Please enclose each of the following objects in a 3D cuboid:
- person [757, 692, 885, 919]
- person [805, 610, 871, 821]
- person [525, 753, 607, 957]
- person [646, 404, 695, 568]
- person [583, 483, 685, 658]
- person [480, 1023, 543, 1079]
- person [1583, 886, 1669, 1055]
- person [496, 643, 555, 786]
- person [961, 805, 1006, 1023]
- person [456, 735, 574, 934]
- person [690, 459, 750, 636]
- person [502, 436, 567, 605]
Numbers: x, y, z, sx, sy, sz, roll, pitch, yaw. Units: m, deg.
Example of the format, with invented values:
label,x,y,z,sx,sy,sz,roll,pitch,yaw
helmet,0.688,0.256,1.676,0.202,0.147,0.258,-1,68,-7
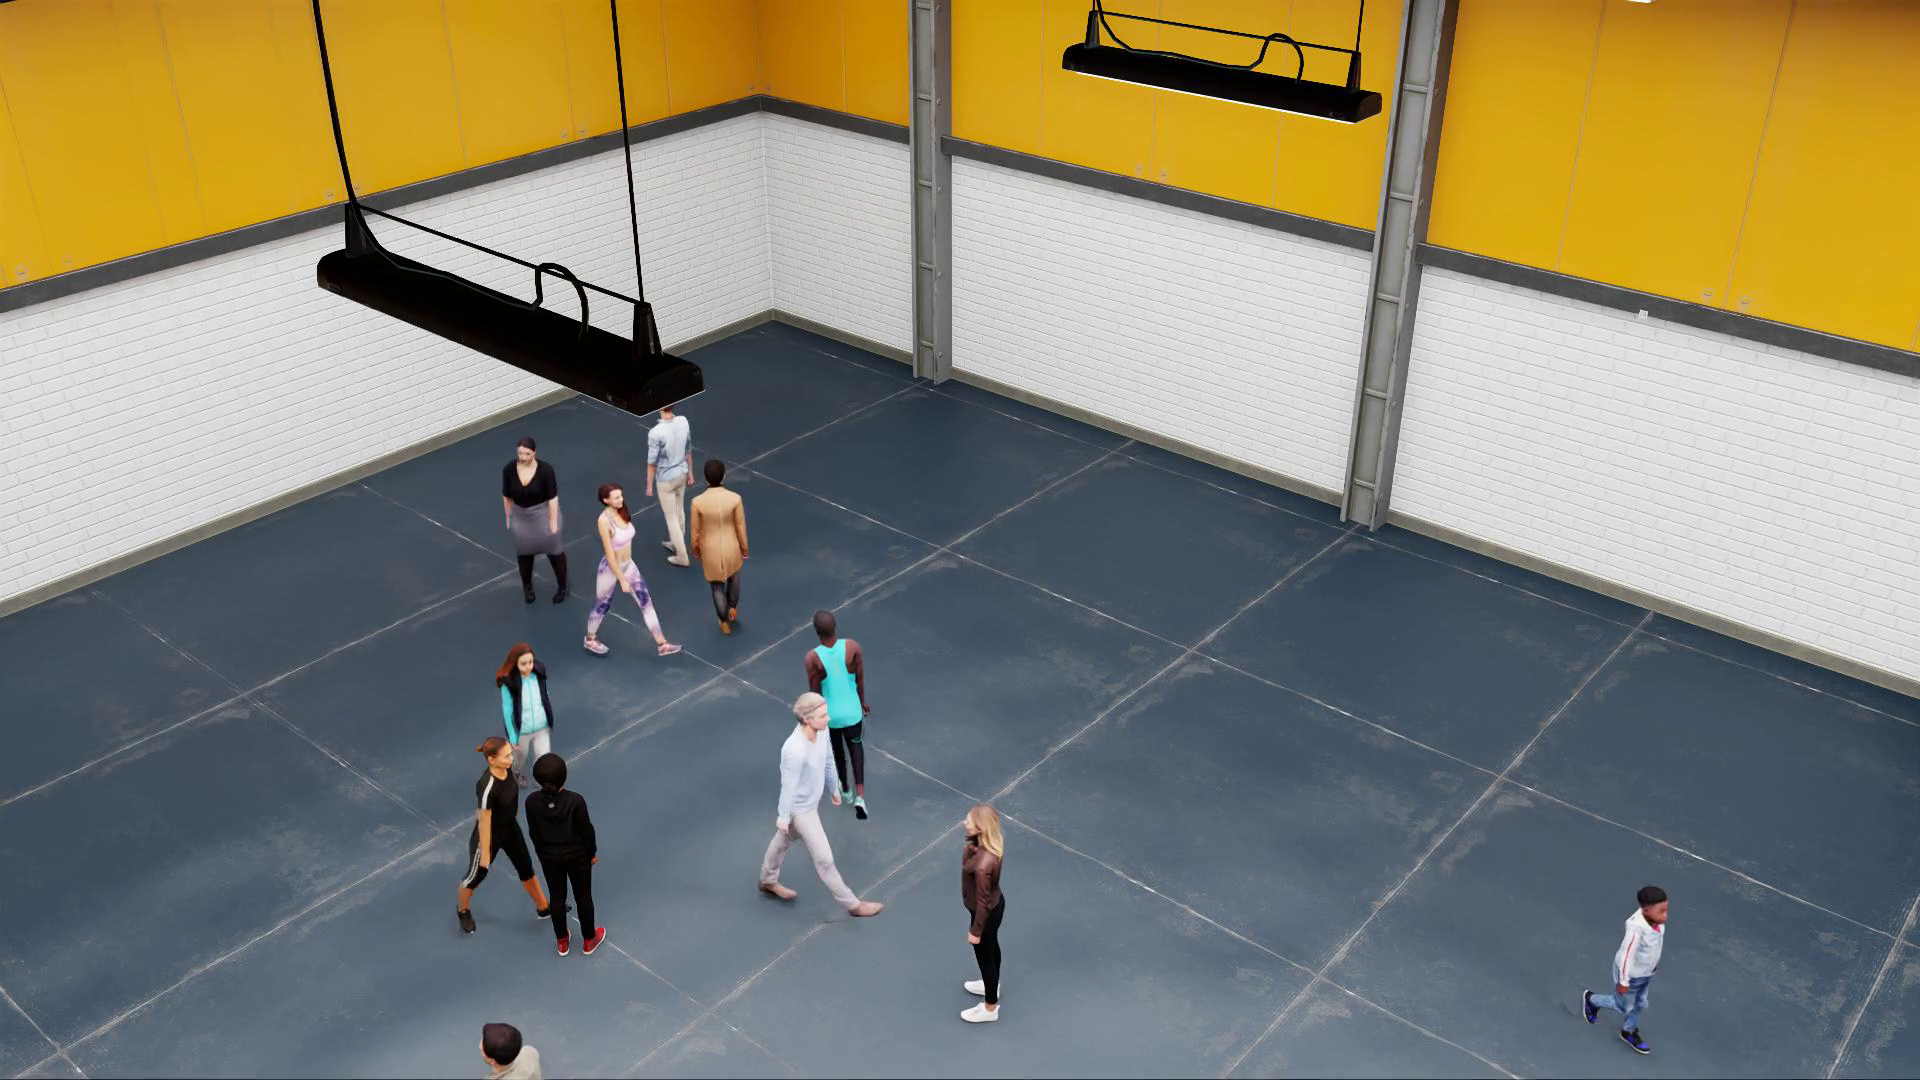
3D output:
label,x,y,z,sx,sy,sz,roll,pitch,yaw
person,-1.193,1.882,11.791,1.351,1.825,1.005,9,30,17
person,-0.911,1.382,12.747,0.962,1.786,1.078,-6,29,-10
person,-2.717,2.161,11.436,0.673,1.675,0.747,0,29,0
person,-2.802,-0.596,16.309,0.763,1.849,0.663,21,35,34
person,-3.129,0.305,14.800,1.269,1.710,0.897,10,30,18
person,-2.363,3.338,9.078,0.769,1.866,0.798,8,30,15
person,4.350,2.743,10.809,0.600,1.253,0.770,-17,33,-29
person,-3.405,1.430,12.979,0.683,1.479,0.981,-21,35,-33
person,0.171,2.432,10.909,0.680,1.704,0.678,4,29,7
person,-3.317,2.062,11.668,1.169,1.625,0.968,8,30,14
person,-2.178,0.104,15.163,0.824,1.716,0.872,-7,29,-12
person,-3.973,-0.204,15.697,0.783,1.746,0.865,5,29,8
